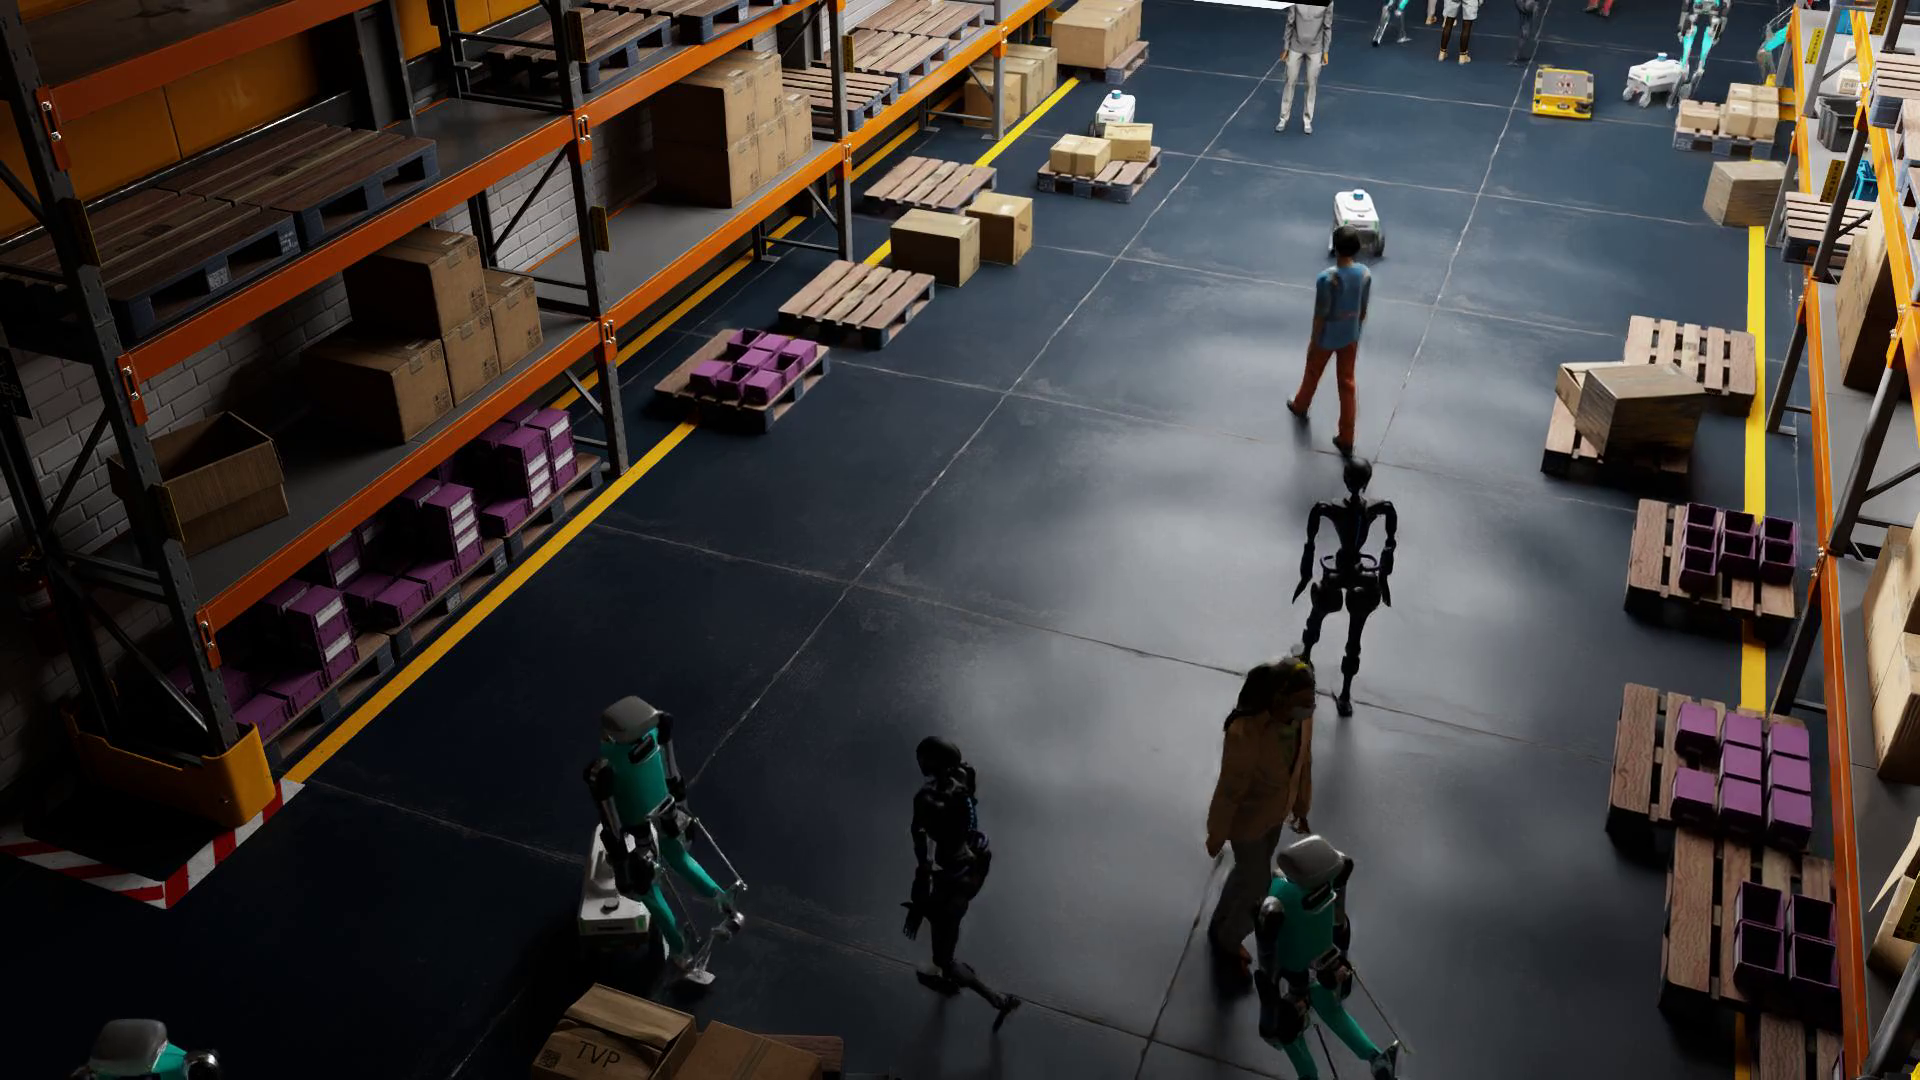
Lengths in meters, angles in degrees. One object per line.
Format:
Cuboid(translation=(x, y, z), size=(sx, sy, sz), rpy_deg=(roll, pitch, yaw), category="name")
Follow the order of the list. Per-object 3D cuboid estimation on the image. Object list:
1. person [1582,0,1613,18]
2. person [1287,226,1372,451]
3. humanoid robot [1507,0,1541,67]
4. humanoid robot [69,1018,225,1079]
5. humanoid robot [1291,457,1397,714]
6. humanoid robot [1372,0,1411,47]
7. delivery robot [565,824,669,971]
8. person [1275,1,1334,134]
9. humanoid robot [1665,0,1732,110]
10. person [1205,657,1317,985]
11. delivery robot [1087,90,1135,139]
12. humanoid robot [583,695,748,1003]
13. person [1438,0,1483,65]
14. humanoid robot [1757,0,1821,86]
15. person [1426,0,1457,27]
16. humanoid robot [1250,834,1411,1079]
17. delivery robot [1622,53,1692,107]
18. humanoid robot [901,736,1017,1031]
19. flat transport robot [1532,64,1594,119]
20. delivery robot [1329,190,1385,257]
Cuboid(translation=(8.868, -8.034, 22.663), size=(0.525, 1.748, 0.482), rpy_deg=(-6, 33, -9), category="person")
Cuboid(translation=(2.875, -1.574, 12.696), size=(0.508, 1.716, 0.947), rpy_deg=(-8, 34, -13), category="person")
Cuboid(translation=(7.159, -6.809, 20.849), size=(0.334, 1.644, 0.616), rpy_deg=(-2, 33, -2), category="humanoid robot")
Cuboid(translation=(-2.940, 2.670, 6.184), size=(0.531, 1.774, 1.066), rpy_deg=(-4, 33, -7), category="humanoid robot")
Cuboid(translation=(2.302, 0.213, 9.980), size=(0.589, 1.633, 0.648), rpy_deg=(-2, 33, -2), category="humanoid robot")
Cuboid(translation=(5.699, -7.220, 21.486), size=(0.865, 1.855, 0.530), rpy_deg=(-21, 39, -29), category="humanoid robot")
Cuboid(translation=(-1.742, 1.822, 8.526), size=(0.499, 0.614, 0.812), rpy_deg=(-2, 33, -3), category="delivery robot")
Cuboid(translation=(3.879, -5.513, 18.623), size=(0.534, 1.899, 0.402), rpy_deg=(8, 34, 12), category="person")
Cuboid(translation=(8.641, -5.874, 19.352), size=(0.553, 1.790, 0.820), rpy_deg=(9, 34, 14), category="humanoid robot")
Cuboid(translation=(1.482, 1.352, 8.036), size=(0.573, 1.852, 0.559), rpy_deg=(-26, 41, -34), category="person")
Cuboid(translation=(1.736, -4.732, 18.648), size=(0.499, 0.592, 0.774), rpy_deg=(8, 34, 12), category="delivery robot")
Cuboid(translation=(-1.311, 1.561, 7.855), size=(0.665, 1.826, 0.552), rpy_deg=(17, 37, 24), category="humanoid robot")
Cuboid(translation=(6.331, -6.842, 20.873), size=(0.534, 1.692, 0.320), rpy_deg=(20, 38, 28), category="person")
Cuboid(translation=(9.898, -6.241, 19.950), size=(0.789, 1.837, 0.544), rpy_deg=(16, 36, 23), category="humanoid robot")
Cuboid(translation=(6.548, -7.788, 22.254), size=(0.462, 1.778, 0.305), rpy_deg=(24, 40, 32), category="person")
Cuboid(translation=(1.600, 2.082, 7.046), size=(0.583, 1.780, 0.882), rpy_deg=(-24, 40, -33), category="humanoid robot")
Cuboid(translation=(8.329, -5.515, 19.835), size=(0.737, 0.564, 0.499), rpy_deg=(-15, 36, -22), category="delivery robot")
Cuboid(translation=(0.032, 1.596, 7.826), size=(0.583, 1.639, 0.591), rpy_deg=(16, 36, 24), category="humanoid robot")
Cuboid(translation=(7.214, -5.363, 19.891), size=(0.659, 0.231, 1.431), rpy_deg=(10, 34, 15), category="flat transport robot")
Cuboid(translation=(3.832, -3.101, 16.110), size=(0.499, 0.575, 0.750), rpy_deg=(2, 33, 3), category="delivery robot")
